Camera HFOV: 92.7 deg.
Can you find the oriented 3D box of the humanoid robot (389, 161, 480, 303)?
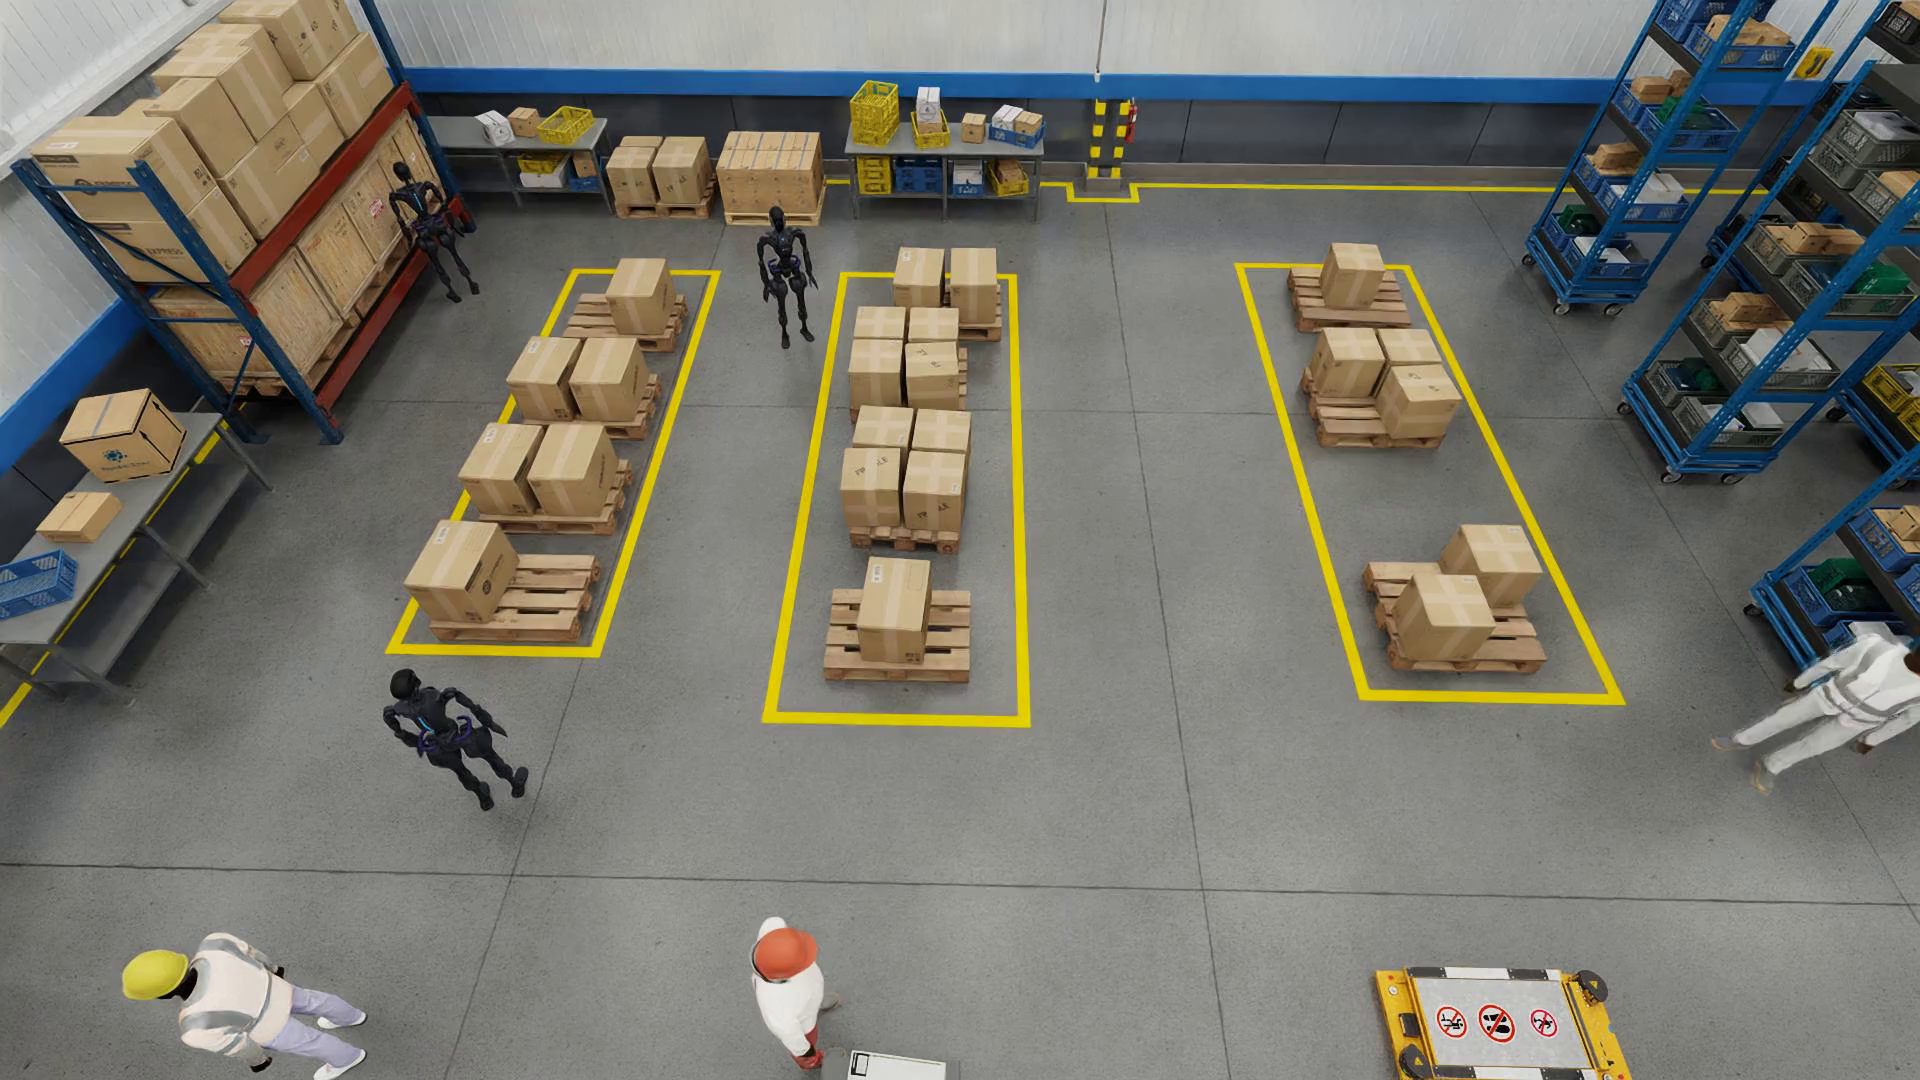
[{"bbox_3d":[-6.009,-3.496,10.419,0.616,1.656,0.310,-34,58,-24],"label":"humanoid robot"}]

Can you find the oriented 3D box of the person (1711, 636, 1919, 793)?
[{"bbox_3d":[6.214,1.180,6.499,0.352,1.868,0.663,-30,57,-22],"label":"person"}]

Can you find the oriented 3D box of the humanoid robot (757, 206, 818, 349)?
[{"bbox_3d":[-1.852,-2.818,9.865,0.608,1.657,0.312,-20,54,-16],"label":"humanoid robot"}]

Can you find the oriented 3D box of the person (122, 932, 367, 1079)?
[{"bbox_3d":[-4.001,2.690,5.222,0.366,1.928,0.585,-14,52,-11],"label":"person"}]

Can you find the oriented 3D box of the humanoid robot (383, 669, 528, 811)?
[{"bbox_3d":[-3.550,1.387,6.437,0.585,1.657,0.327,-17,53,-14],"label":"humanoid robot"}]

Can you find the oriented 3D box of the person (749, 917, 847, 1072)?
[{"bbox_3d":[-0.914,2.620,5.244,0.401,1.985,0.615,-10,52,-8],"label":"person"}]

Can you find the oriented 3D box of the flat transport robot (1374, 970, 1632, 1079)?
[{"bbox_3d":[3.501,3.133,5.914,1.431,0.197,0.652,1,51,1],"label":"flat transport robot"}]
